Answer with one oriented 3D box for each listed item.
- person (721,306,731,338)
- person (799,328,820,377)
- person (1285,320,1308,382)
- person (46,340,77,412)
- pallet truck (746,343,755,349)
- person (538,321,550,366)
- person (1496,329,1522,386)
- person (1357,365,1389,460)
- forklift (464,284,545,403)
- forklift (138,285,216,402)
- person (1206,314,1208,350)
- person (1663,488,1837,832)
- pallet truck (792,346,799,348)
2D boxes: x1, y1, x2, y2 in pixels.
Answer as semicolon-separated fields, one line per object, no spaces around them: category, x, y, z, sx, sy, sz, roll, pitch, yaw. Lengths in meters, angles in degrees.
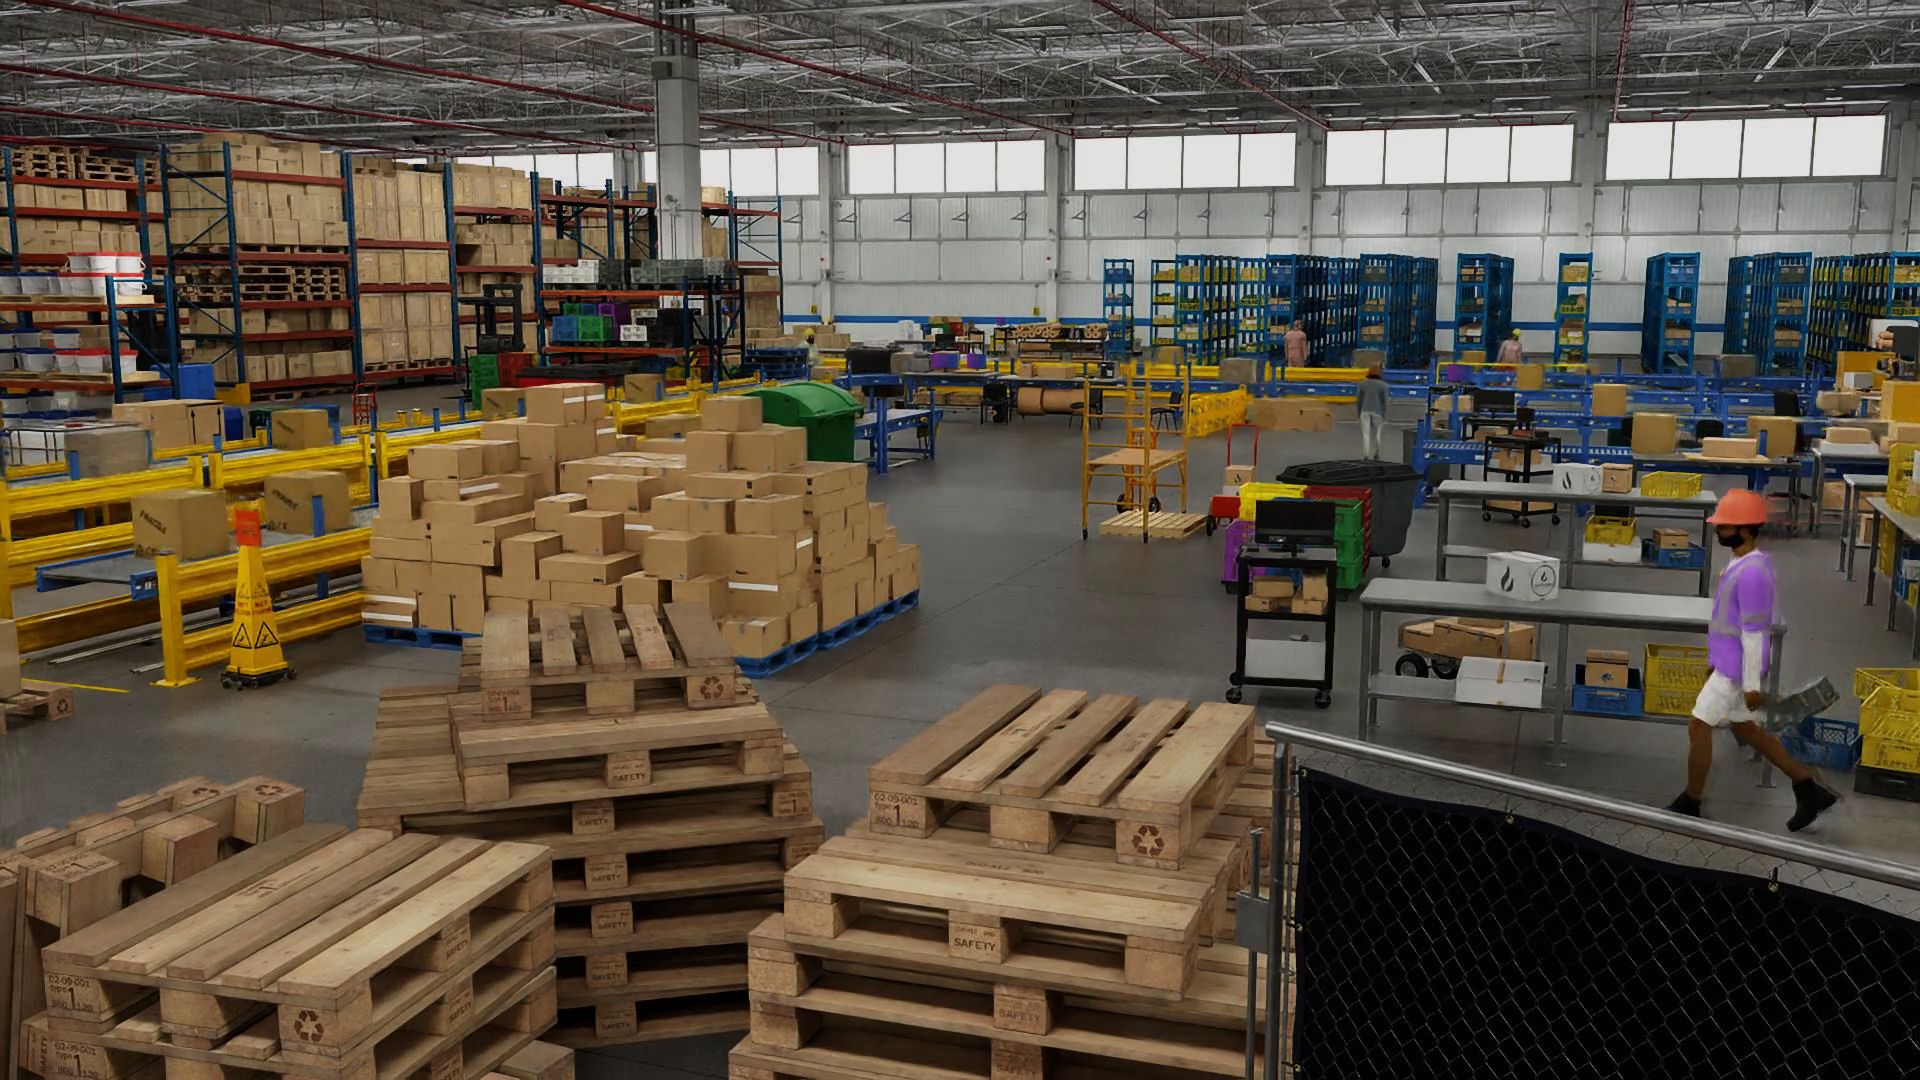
person;-8.341;-7.303;58.861;0.389;1.949;0.604;5;10;28
person;-3.549;-4.069;38.999;0.753;1.807;0.607;7;11;37
person;8.558;-4.629;42.225;0.407;1.902;0.639;-9;13;-44
person;-14.086;-2.131;26.158;0.605;2.028;0.499;5;10;28
pallet truck;-6.183;-4.618;44.264;1.601;1.201;0.680;-9;12;-43
person;-12.270;-5.645;49.032;0.329;1.765;0.526;-4;10;-25
person;13.464;-4.333;40.922;0.671;1.720;0.434;1;9;4
person;6.698;-2.052;27.036;0.498;1.581;0.864;2;9;14
forklift;-10.832;-4.702;39.610;1.129;2.768;1.873;3;10;20
forklift;-17.480;-4.200;36.461;1.873;2.768;1.129;3;10;19
person;8.017;-6.553;53.854;0.387;2.045;0.605;3;10;20
person;4.276;0.664;8.993;0.898;1.906;0.546;4;10;26
pallet truck;-3.705;-4.298;42.022;0.653;1.274;1.630;3;10;20
